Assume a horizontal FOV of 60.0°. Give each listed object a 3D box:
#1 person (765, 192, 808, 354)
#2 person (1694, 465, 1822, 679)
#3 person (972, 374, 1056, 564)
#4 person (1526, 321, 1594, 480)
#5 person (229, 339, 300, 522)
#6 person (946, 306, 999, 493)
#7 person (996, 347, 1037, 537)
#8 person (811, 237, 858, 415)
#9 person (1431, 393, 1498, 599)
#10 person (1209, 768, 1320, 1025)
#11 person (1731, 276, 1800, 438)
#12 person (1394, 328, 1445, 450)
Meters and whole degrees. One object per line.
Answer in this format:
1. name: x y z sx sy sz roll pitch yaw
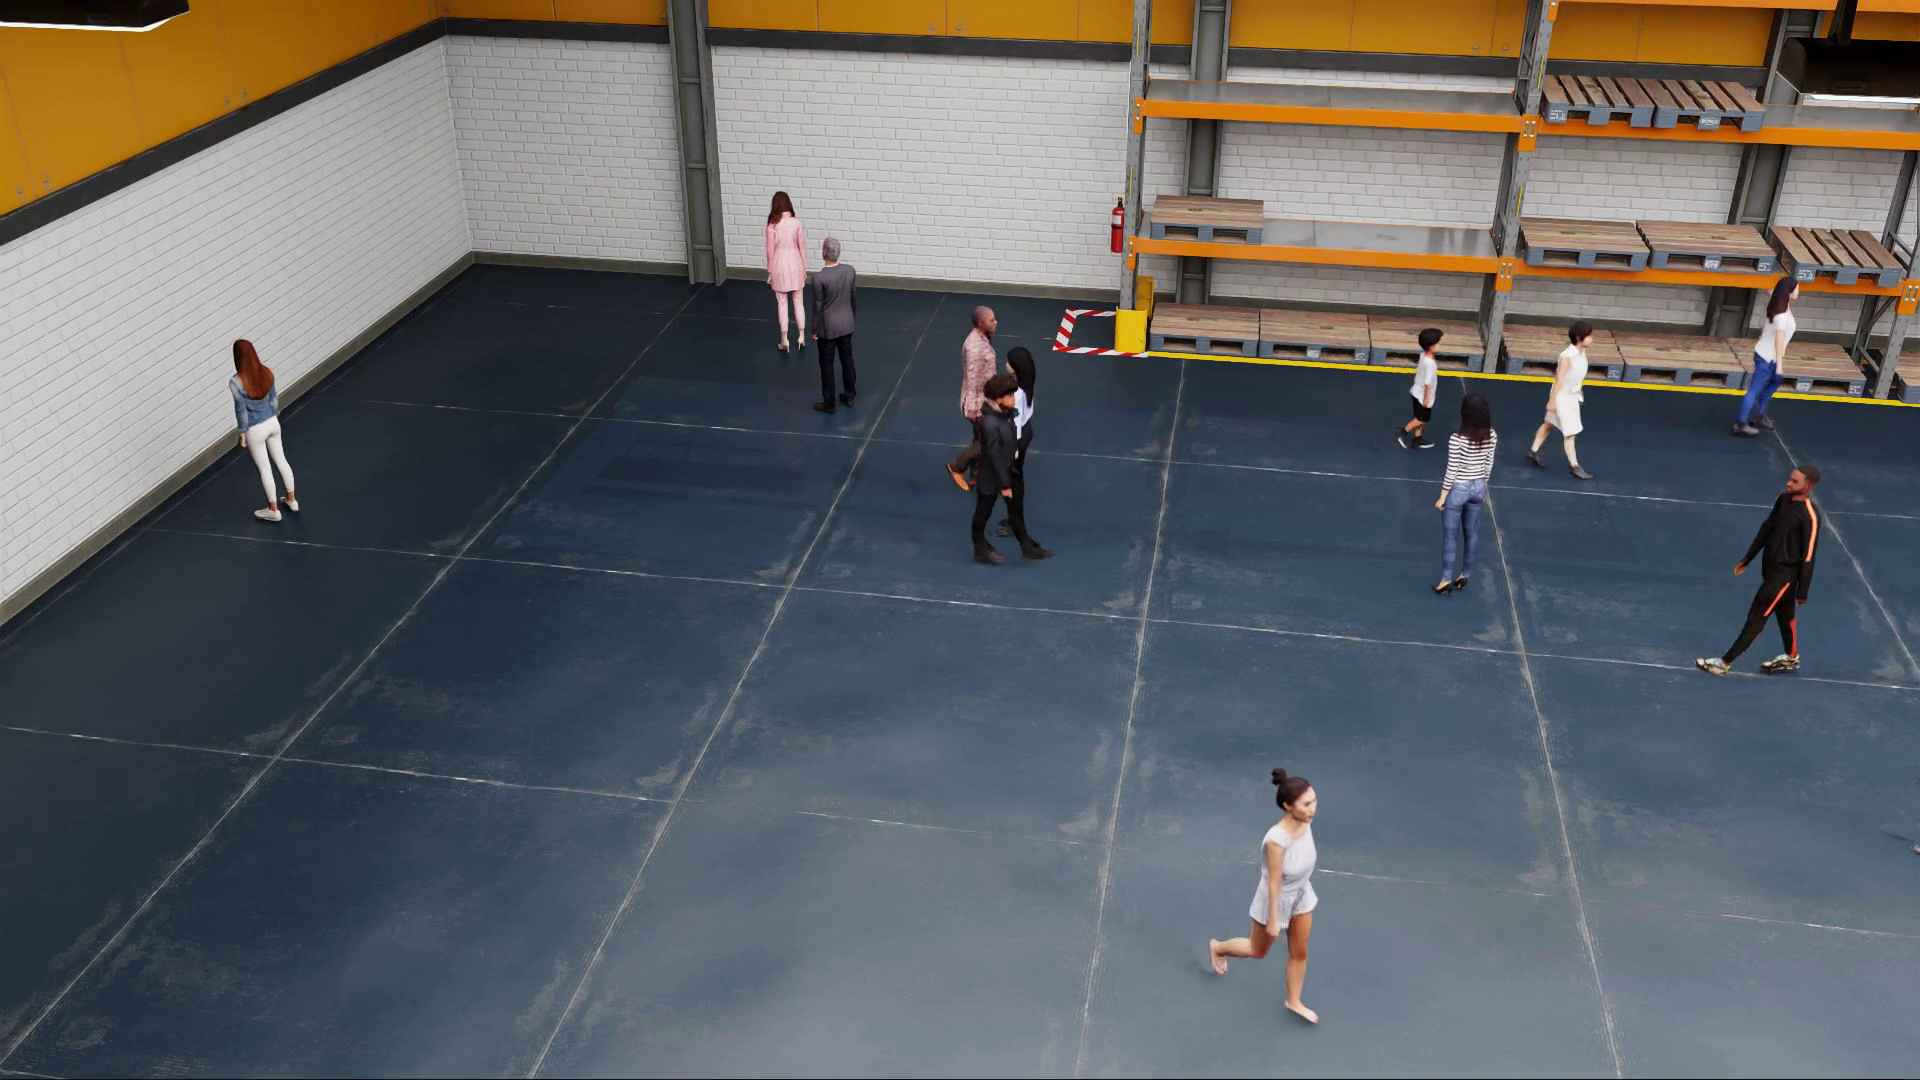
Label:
1. person: -1.908 -2.950 18.343 0.625 1.801 0.752 -9 30 -15
2. person: 6.267 0.255 12.506 1.178 1.765 0.773 0 29 0
3. person: 0.232 -0.582 14.055 1.003 1.751 0.772 11 31 20
4. person: 5.617 -1.345 15.693 0.981 1.521 0.790 19 34 31
5. person: -6.230 -0.989 14.853 0.622 1.702 0.675 14 32 24
6. person: 0.088 -1.287 15.303 0.729 1.794 0.700 6 29 12
7. person: 0.550 -0.869 14.586 0.546 1.746 0.657 6 29 11
8. person: -1.283 -2.195 16.918 0.803 1.842 0.835 -23 36 -35
9. person: 4.121 -0.358 13.598 0.587 1.795 0.717 -8 30 -15
10. person: 1.772 2.012 9.475 1.034 1.583 0.896 24 37 37
11. person: 7.841 -1.780 16.335 0.644 1.670 0.640 7 29 13
12. person: 4.455 -1.455 16.177 0.660 1.251 0.532 2 29 4
